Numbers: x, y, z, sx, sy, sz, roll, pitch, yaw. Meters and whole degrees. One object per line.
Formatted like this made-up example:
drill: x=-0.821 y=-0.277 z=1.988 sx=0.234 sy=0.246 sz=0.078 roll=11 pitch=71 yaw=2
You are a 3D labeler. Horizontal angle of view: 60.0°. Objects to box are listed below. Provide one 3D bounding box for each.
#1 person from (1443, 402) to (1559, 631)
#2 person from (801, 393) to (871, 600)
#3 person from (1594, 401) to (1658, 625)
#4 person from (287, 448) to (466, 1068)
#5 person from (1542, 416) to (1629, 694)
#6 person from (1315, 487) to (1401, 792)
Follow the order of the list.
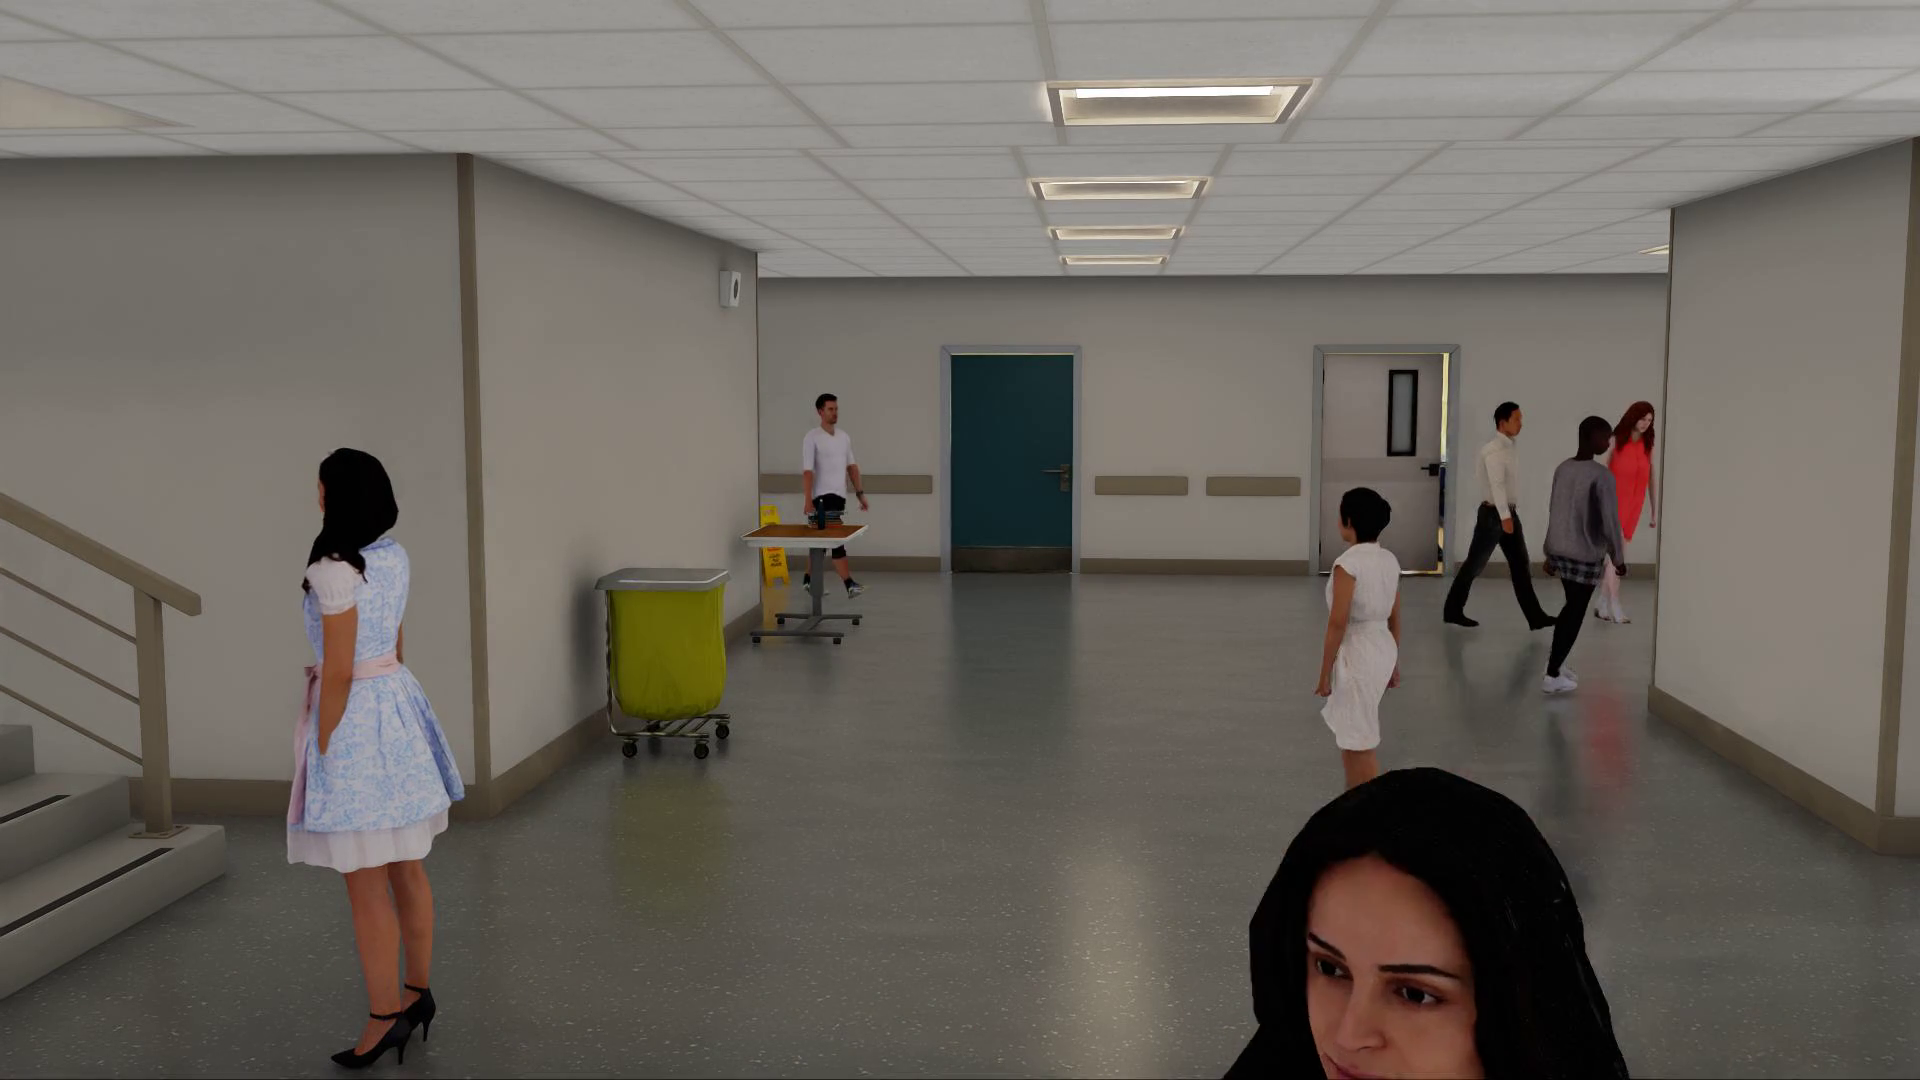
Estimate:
person: x=4.077 y=-0.145 z=12.926 sx=1.266 sy=1.756 sz=1.068 roll=4 pitch=7 yaw=37
person: x=-1.221 y=-0.364 z=14.842 sx=1.274 sy=1.808 sz=1.121 roll=5 pitch=8 yaw=40
person: x=5.316 y=-0.216 z=13.477 sx=0.880 sy=1.787 sz=0.849 roll=0 pitch=6 yaw=-5
person: x=-1.740 y=0.634 z=4.897 sx=0.743 sy=1.813 sz=0.721 roll=1 pitch=6 yaw=11
person: x=3.796 y=0.120 z=10.362 sx=0.832 sy=1.742 sz=0.802 roll=-3 pitch=7 yaw=-30
person: x=1.756 y=0.559 z=6.993 sx=0.705 sy=1.544 sz=0.764 roll=-5 pitch=8 yaw=-43
